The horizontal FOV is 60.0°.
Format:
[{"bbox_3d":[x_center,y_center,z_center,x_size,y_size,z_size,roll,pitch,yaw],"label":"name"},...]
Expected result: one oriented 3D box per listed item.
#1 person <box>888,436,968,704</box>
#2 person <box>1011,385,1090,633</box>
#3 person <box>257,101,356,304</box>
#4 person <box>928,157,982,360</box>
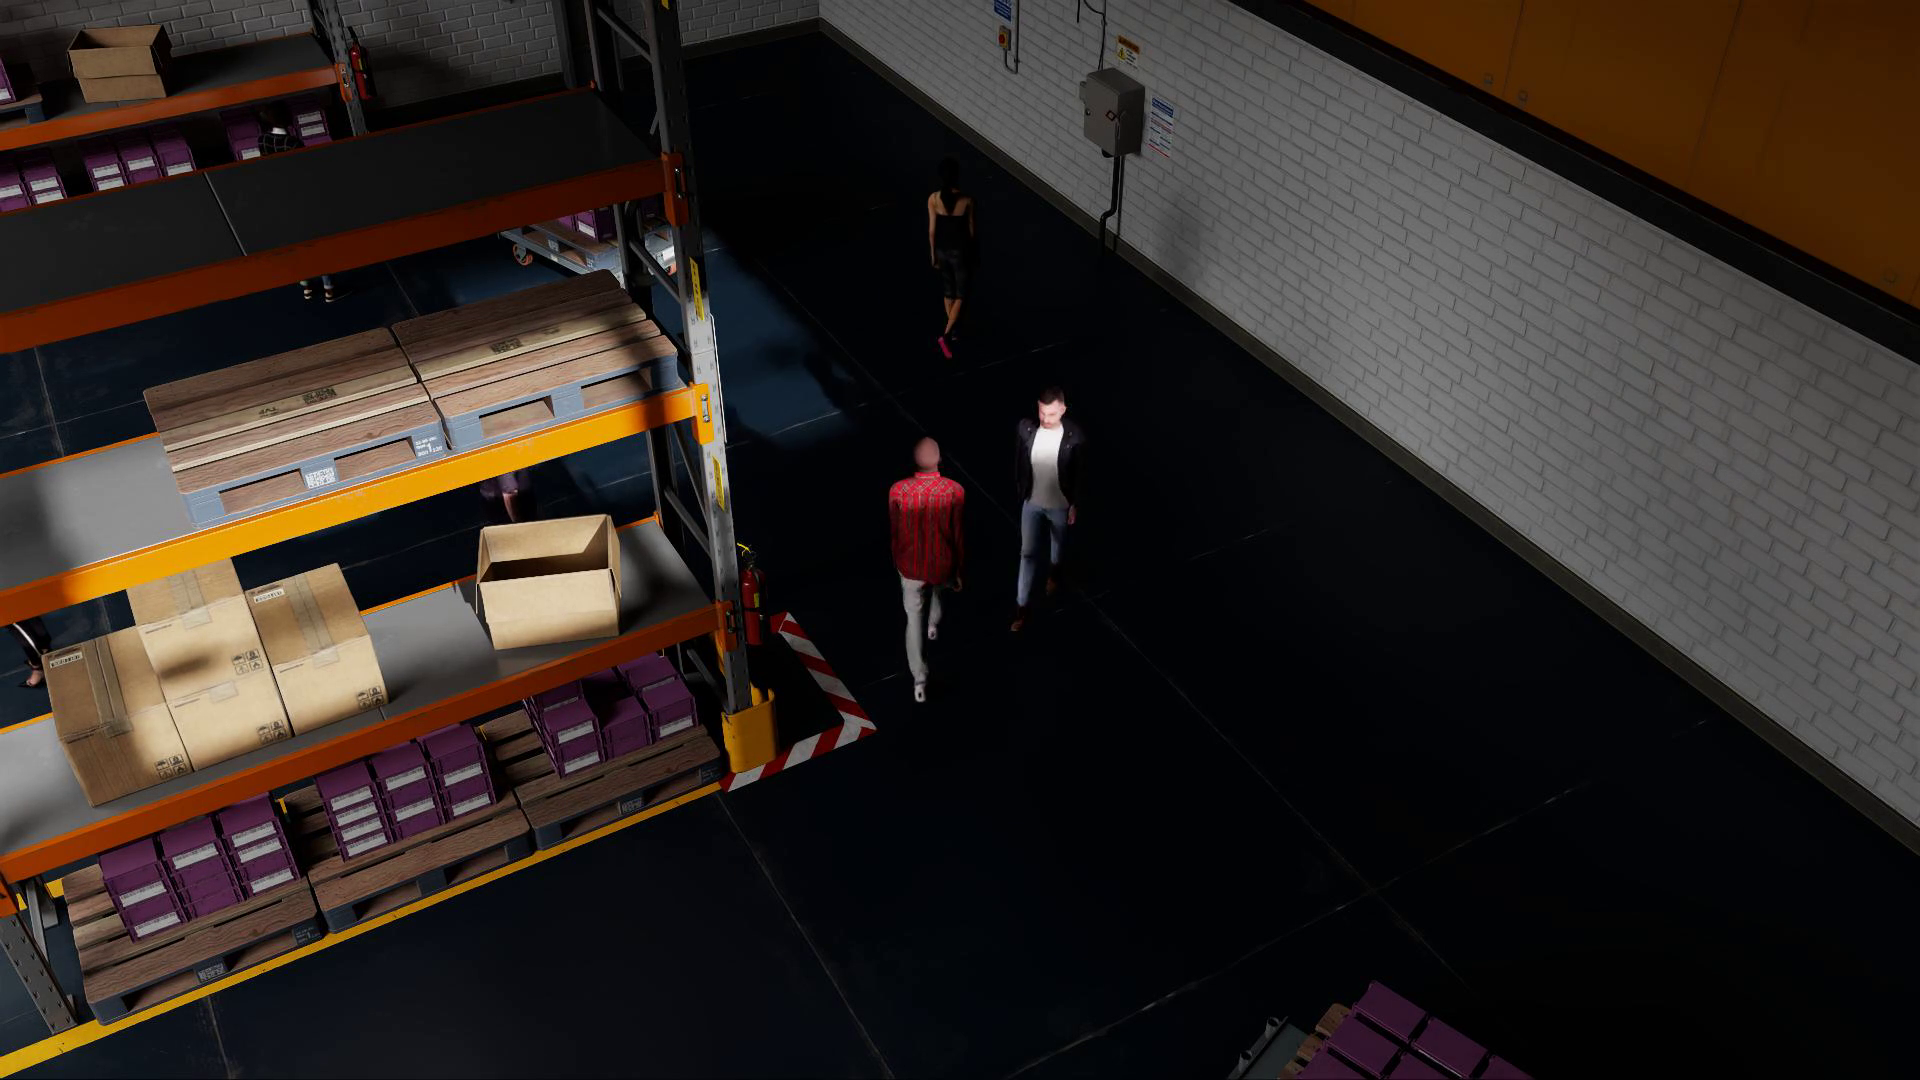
[{"bbox_3d":[-0.217,0.195,10.507,1.273,1.787,1.176,2,39,3],"label":"person"},{"bbox_3d":[0.628,-0.326,11.151,1.132,1.797,1.195,9,39,11],"label":"person"},{"bbox_3d":[-5.714,-2.918,14.377,0.738,1.821,0.779,13,40,15],"label":"person"},{"bbox_3d":[-0.062,-2.290,13.683,0.964,1.707,1.034,10,40,12],"label":"person"}]
